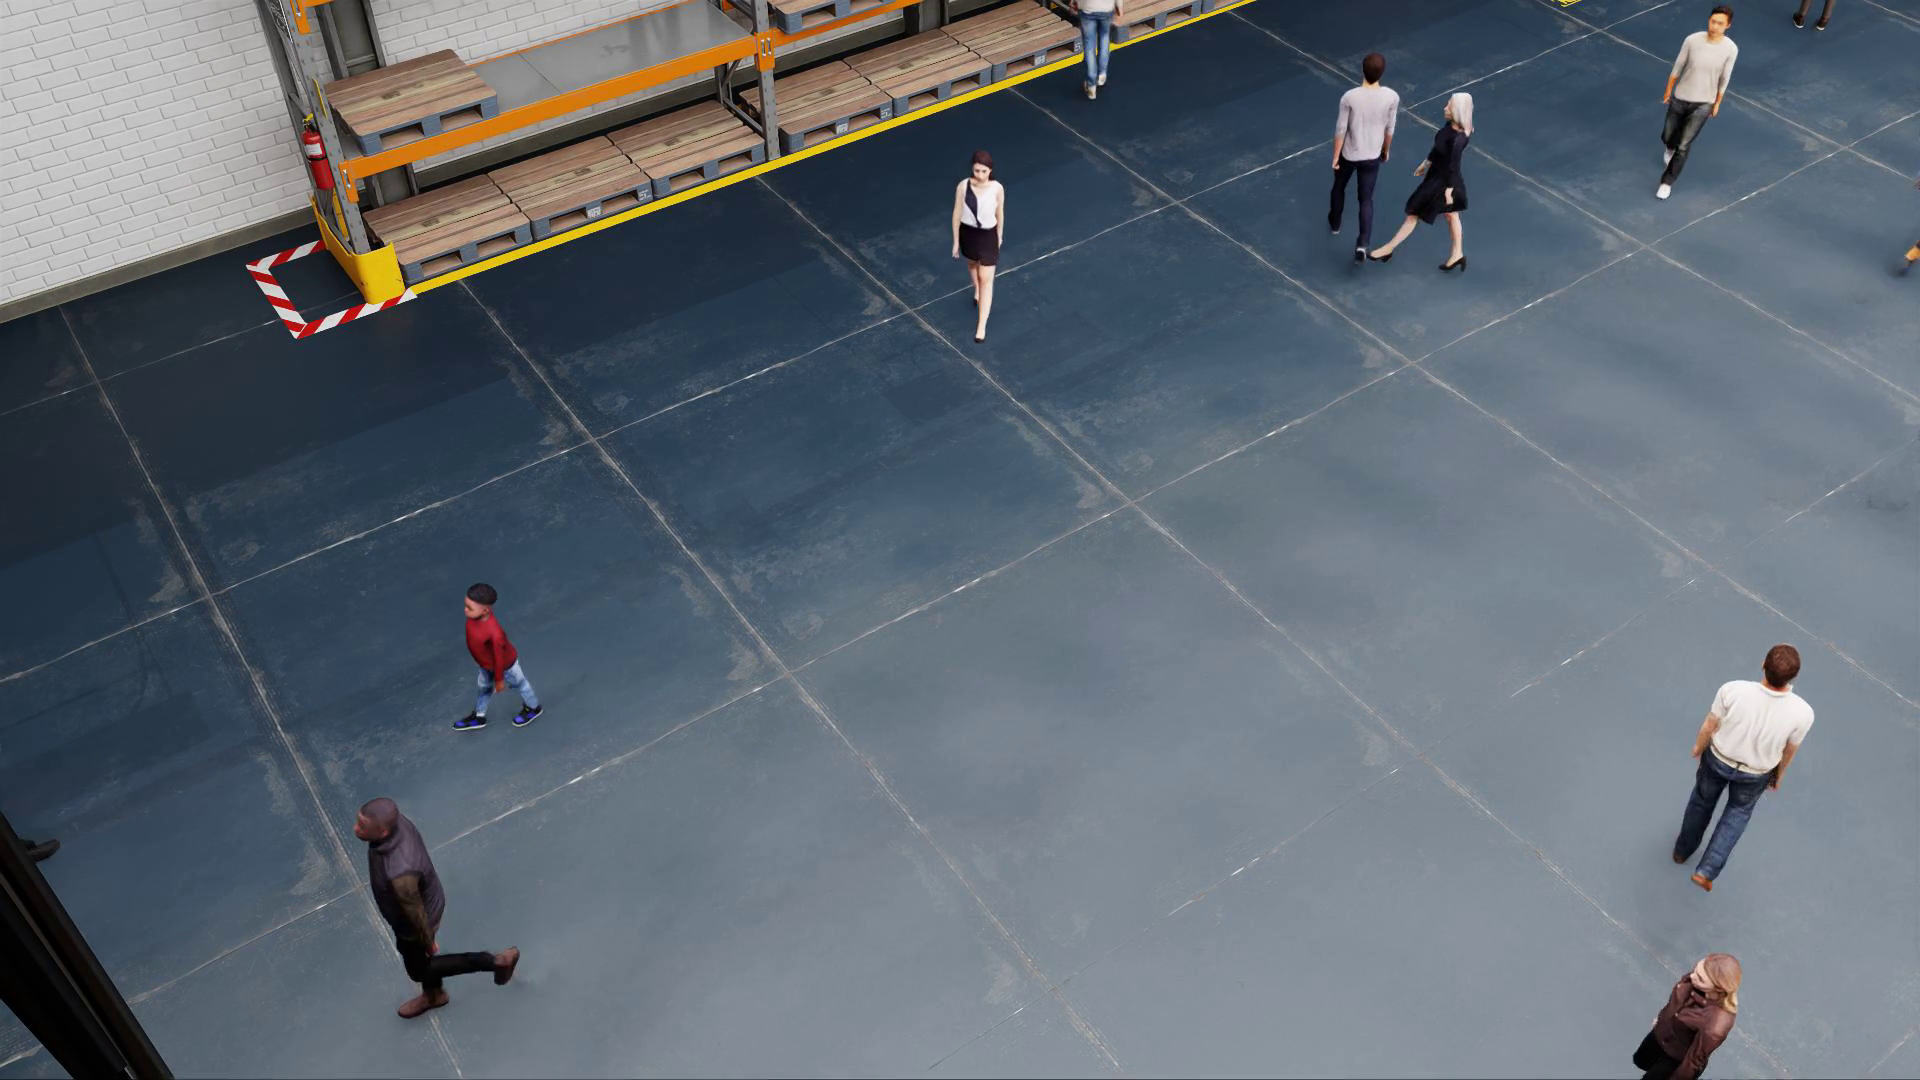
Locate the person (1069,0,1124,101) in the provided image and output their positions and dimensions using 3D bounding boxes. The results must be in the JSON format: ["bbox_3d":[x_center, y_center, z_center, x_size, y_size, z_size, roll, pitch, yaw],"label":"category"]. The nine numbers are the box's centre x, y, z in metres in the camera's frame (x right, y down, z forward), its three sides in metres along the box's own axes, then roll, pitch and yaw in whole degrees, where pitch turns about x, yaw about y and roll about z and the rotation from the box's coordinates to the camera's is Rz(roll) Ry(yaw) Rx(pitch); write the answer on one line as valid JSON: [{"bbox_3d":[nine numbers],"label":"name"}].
[{"bbox_3d":[1.355,-5.213,16.343,0.796,1.892,0.868,-3,44,-4],"label":"person"}]

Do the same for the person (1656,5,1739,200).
[{"bbox_3d":[6.718,-4.062,15.205,0.910,1.793,1.087,21,47,20],"label":"person"}]

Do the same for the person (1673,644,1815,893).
[{"bbox_3d":[4.410,1.349,9.492,0.881,1.840,1.010,21,47,20],"label":"person"}]

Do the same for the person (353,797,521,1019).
[{"bbox_3d":[-2.839,1.953,8.871,1.007,1.822,0.802,-17,46,-17],"label":"person"}]

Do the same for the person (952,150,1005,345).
[{"bbox_3d":[0.152,-2.505,13.710,1.060,1.601,1.079,4,44,5],"label":"person"}]

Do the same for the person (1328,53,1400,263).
[{"bbox_3d":[3.475,-3.289,14.376,1.152,1.818,1.161,3,44,3],"label":"person"}]

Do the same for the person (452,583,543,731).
[{"bbox_3d":[-2.894,0.726,10.584,0.775,1.235,0.530,-28,50,-26],"label":"person"}]

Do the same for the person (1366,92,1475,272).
[{"bbox_3d":[4.183,-3.012,14.166,1.131,1.706,1.116,9,44,10],"label":"person"}]

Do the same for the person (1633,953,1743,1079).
[{"bbox_3d":[3.660,2.562,8.324,0.930,1.694,0.879,9,44,10],"label":"person"}]
